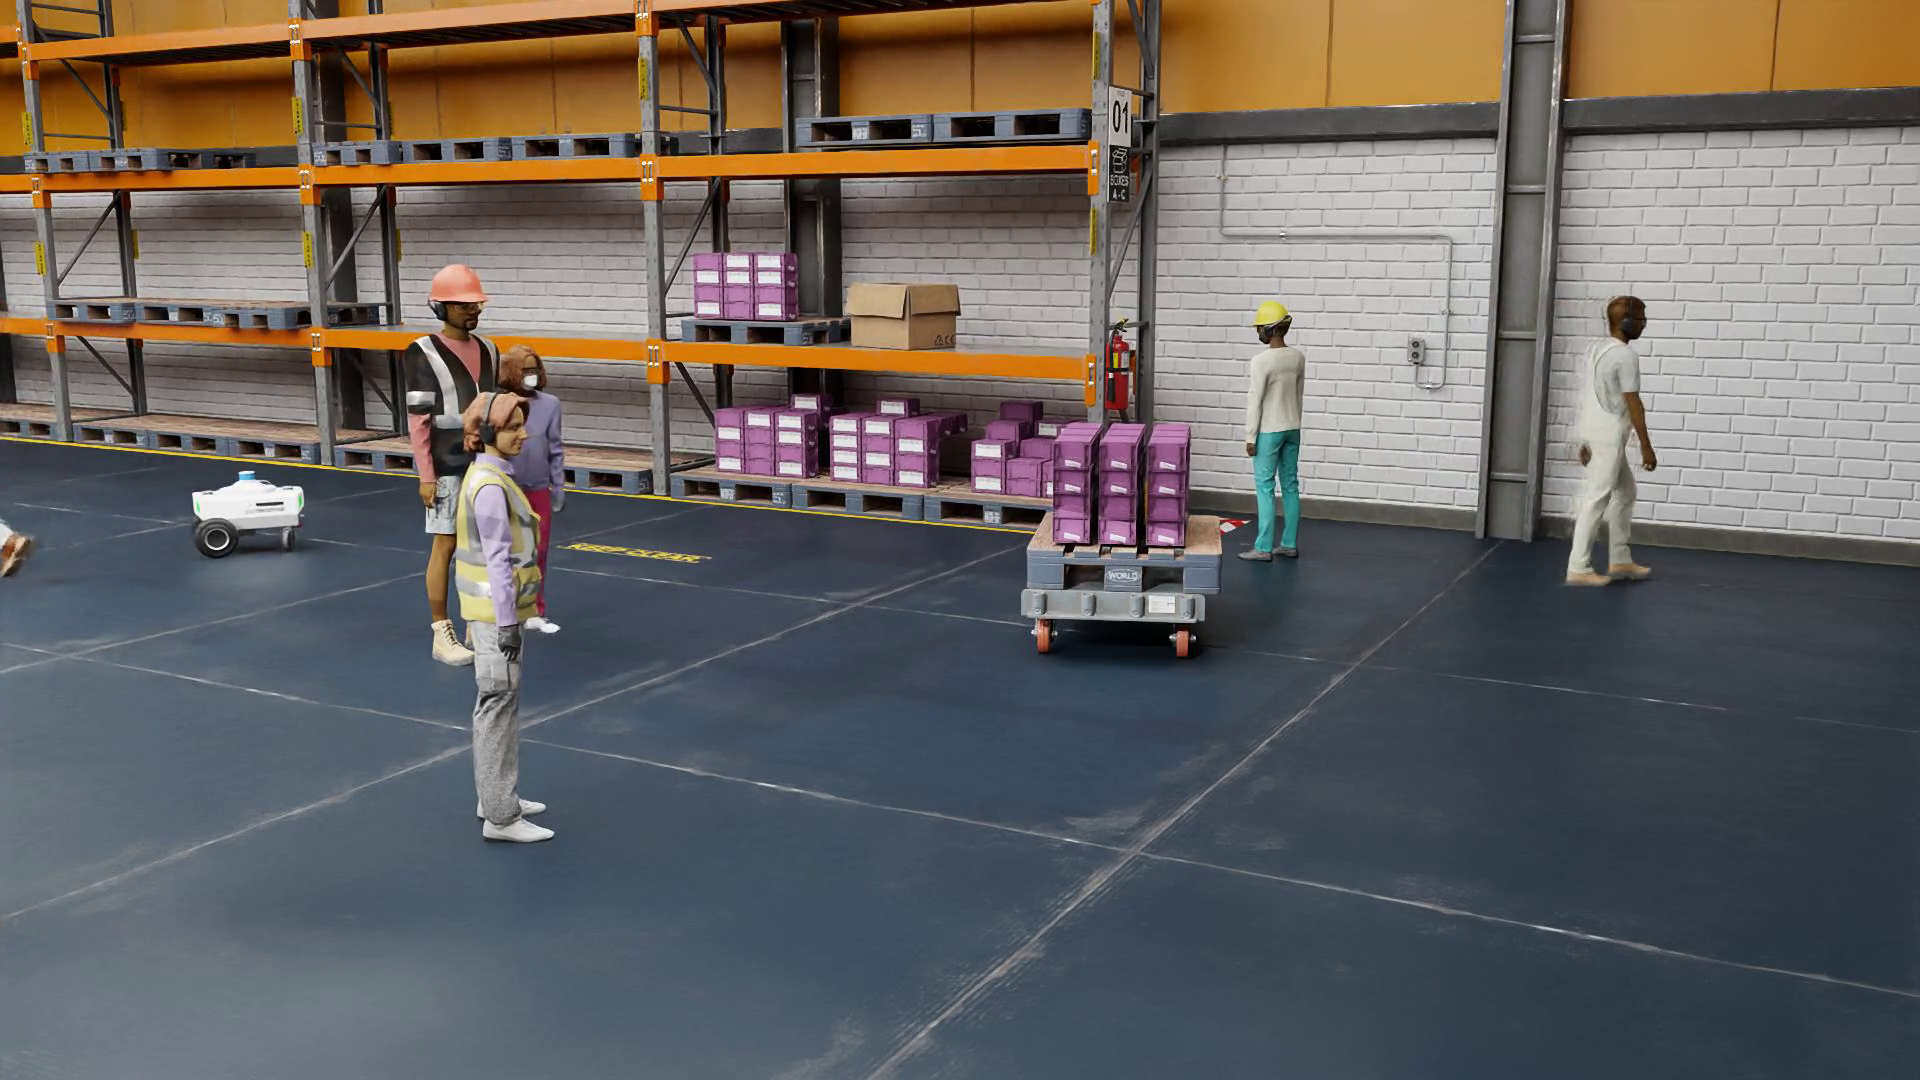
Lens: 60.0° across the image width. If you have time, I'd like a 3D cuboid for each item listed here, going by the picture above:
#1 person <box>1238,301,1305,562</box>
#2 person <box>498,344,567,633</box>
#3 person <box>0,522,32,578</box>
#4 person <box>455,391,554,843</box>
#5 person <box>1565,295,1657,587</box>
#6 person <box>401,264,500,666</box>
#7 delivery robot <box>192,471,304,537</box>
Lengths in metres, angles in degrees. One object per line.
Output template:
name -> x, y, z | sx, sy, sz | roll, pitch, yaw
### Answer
person -> 2.110, -0.727, 11.244 | 0.524, 1.761, 0.338 | -8, 13, -38
person -> -2.382, -0.256, 9.052 | 0.505, 1.619, 0.332 | -9, 14, -40
person -> -6.195, -0.593, 10.214 | 0.618, 1.867, 0.616 | -1, 10, -8
person -> -1.670, 0.278, 6.057 | 0.307, 1.636, 0.525 | -3, 11, -18
person -> 4.154, -0.598, 10.353 | 0.730, 1.822, 0.529 | 1, 10, 3
person -> -2.556, -0.389, 8.595 | 0.377, 2.045, 0.605 | 6, 12, 28
delivery robot -> -4.955, -0.238, 11.594 | 0.707, 0.478, 0.477 | -5, 12, -26
